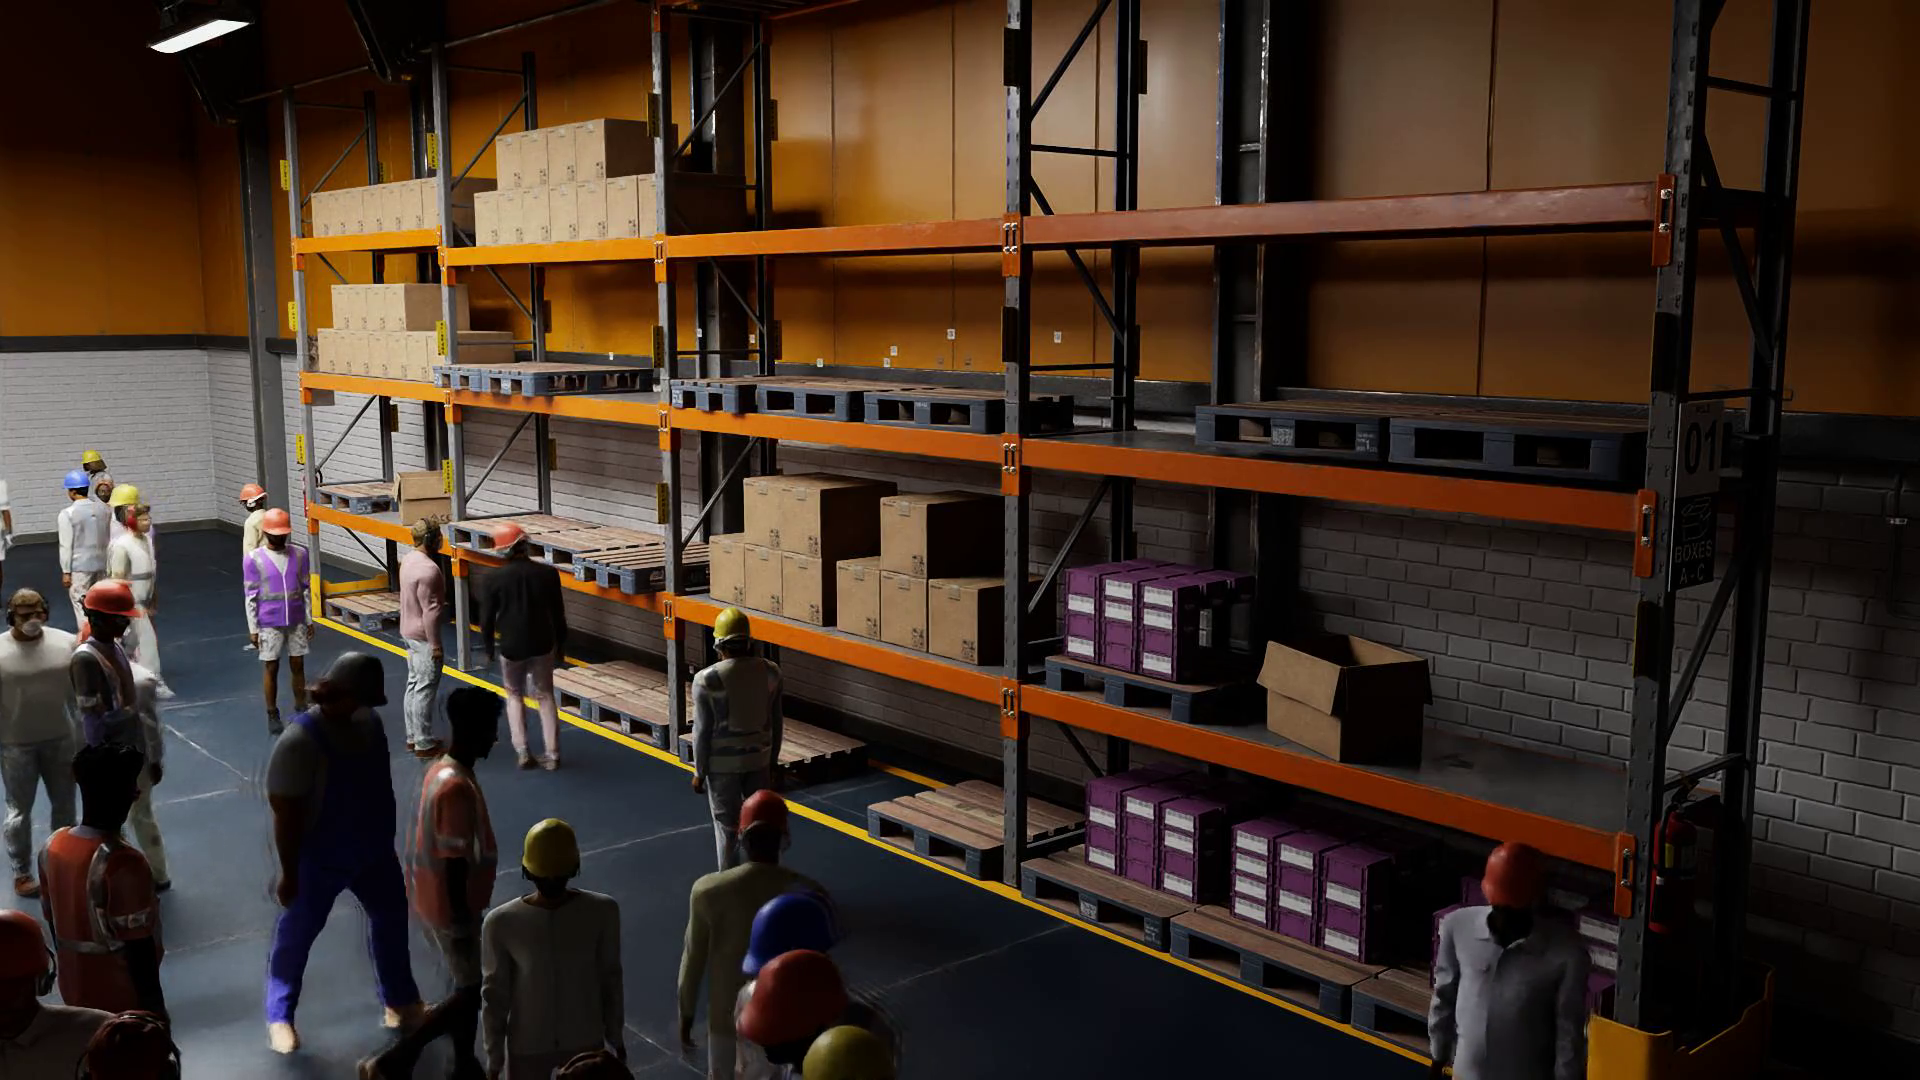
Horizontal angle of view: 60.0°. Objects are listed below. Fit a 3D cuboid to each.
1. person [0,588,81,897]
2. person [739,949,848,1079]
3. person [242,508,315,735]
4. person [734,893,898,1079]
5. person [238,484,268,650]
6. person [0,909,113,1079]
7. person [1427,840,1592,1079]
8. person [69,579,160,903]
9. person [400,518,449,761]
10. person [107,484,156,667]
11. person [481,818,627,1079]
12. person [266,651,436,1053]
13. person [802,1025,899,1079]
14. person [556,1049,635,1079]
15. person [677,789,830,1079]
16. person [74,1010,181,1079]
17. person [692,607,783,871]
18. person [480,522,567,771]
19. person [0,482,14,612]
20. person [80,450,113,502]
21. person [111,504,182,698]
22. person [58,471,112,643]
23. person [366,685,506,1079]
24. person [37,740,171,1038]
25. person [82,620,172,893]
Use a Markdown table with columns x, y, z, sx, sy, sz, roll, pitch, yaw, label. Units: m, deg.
| x | y | z | sx | sy | sz | roll | pitch | yaw | label |
| --- | --- | --- | --- | --- | --- | --- | --- | --- | --- |
| -5.669 | 1.239 | 10.207 | 0.417 | 1.921 | 0.632 | 7 | 11 | 41 | person |
| -0.389 | 2.039 | 4.627 | 0.432 | 1.919 | 0.577 | -2 | 8 | -12 | person |
| -5.724 | 0.683 | 14.026 | 0.550 | 1.923 | 0.391 | -8 | 11 | -42 | person |
| -0.446 | 1.969 | 5.072 | 0.616 | 1.925 | 0.544 | 5 | 10 | 32 | person |
| -7.371 | 0.277 | 17.474 | 0.352 | 1.738 | 0.573 | 0 | 8 | 0 | person |
| -2.632 | 1.991 | 4.712 | 0.616 | 1.986 | 0.407 | -4 | 9 | -25 | person |
| 1.963 | 1.918 | 6.031 | 0.575 | 1.743 | 0.365 | 6 | 10 | 37 | person |
| -4.968 | 1.237 | 9.777 | 0.387 | 2.034 | 0.605 | -2 | 8 | -15 | person |
| -4.272 | 0.785 | 13.283 | 0.370 | 1.932 | 0.627 | -5 | 10 | -31 | person |
| -7.914 | 0.413 | 15.889 | 0.593 | 1.926 | 0.392 | 5 | 10 | 31 | person |
| -1.501 | 1.886 | 6.197 | 0.533 | 1.765 | 0.329 | -4 | 9 | -24 | person |
| -3.003 | 1.470 | 8.127 | 0.897 | 2.000 | 0.767 | 3 | 9 | 22 | person |
| -0.200 | 2.128 | 4.040 | 0.726 | 1.904 | 0.376 | 3 | 9 | 22 | person |
| -0.964 | 2.187 | 4.598 | 0.277 | 1.628 | 0.506 | -2 | 8 | -13 | person |
| -0.796 | 1.864 | 6.502 | 0.604 | 1.718 | 0.643 | -2 | 8 | -10 | person |
| -2.075 | 2.116 | 4.228 | 0.579 | 1.878 | 0.343 | -3 | 9 | -22 | person |
| -1.340 | 1.311 | 9.950 | 0.592 | 1.834 | 0.404 | -5 | 10 | -33 | person |
| -3.380 | 0.837 | 12.918 | 0.655 | 1.951 | 0.542 | -4 | 9 | -28 | person |
| -11.260 | -0.055 | 19.161 | 0.621 | 1.898 | 1.033 | -4 | 9 | -25 | person |
| -11.190 | -0.310 | 21.580 | 0.492 | 1.730 | 0.324 | 3 | 9 | 20 | person |
| -7.631 | 0.565 | 15.274 | 0.864 | 1.824 | 0.576 | 0 | 8 | -3 | person |
| -8.862 | 0.262 | 16.879 | 0.410 | 1.939 | 0.605 | 3 | 9 | 21 | person |
| -2.293 | 1.624 | 7.431 | 0.608 | 1.931 | 0.685 | -2 | 9 | -17 | person |
| -3.297 | 1.746 | 6.494 | 0.603 | 1.959 | 0.371 | 5 | 10 | 31 | person |
| -5.160 | 1.320 | 10.231 | 0.599 | 1.733 | 0.383 | 4 | 9 | 26 | person |
